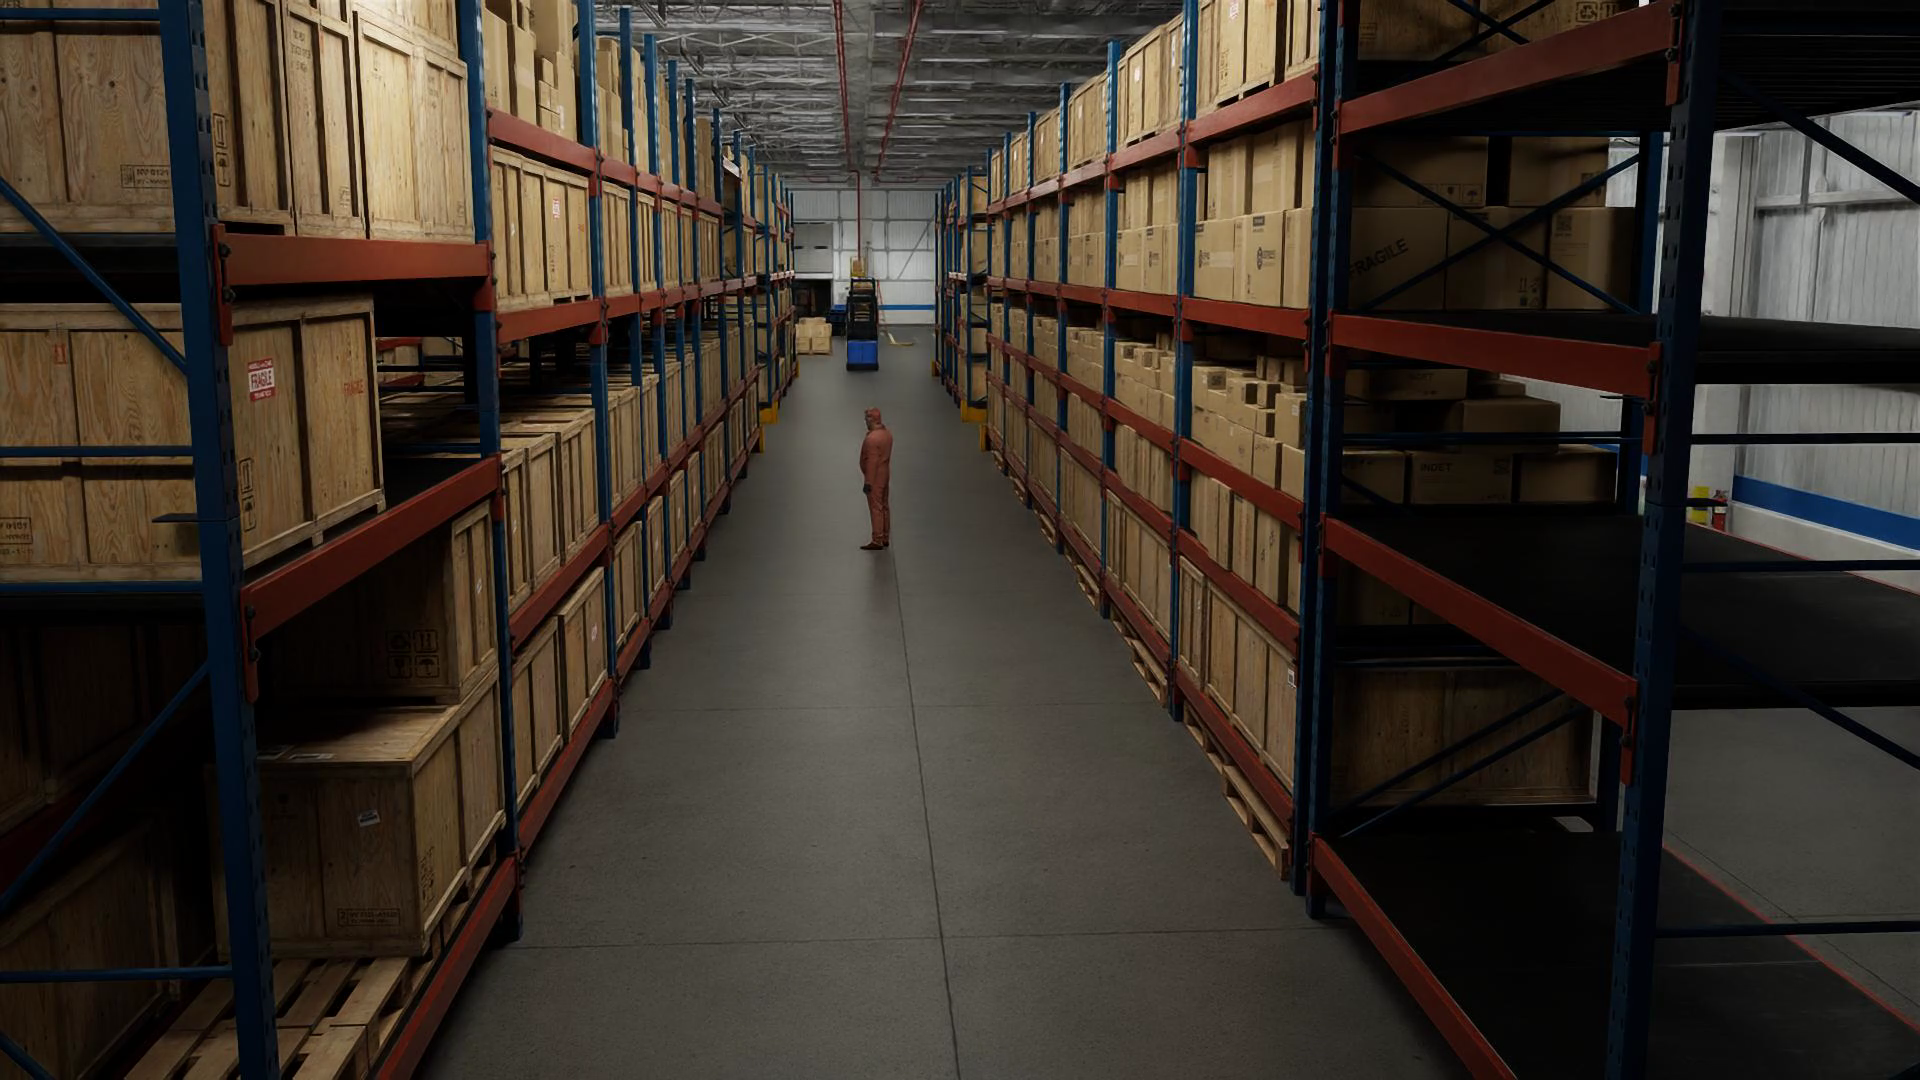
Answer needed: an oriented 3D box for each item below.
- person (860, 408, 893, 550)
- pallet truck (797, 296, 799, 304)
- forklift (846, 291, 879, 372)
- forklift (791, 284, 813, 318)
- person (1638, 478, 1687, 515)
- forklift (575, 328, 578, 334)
[{"bbox_3d":[-1.141,-0.820,22.288,0.408,1.903,0.638,3,10,18],"label":"person"},{"bbox_3d":[-8.622,-12.439,91.403,1.885,1.965,0.823,2,10,13],"label":"pallet truck"},{"bbox_3d":[-3.430,-7.332,58.264,1.129,2.768,1.873,-1,10,-4],"label":"forklift"},{"bbox_3d":[-7.184,-10.233,75.592,1.129,2.768,1.873,3,10,16],"label":"forklift"},{"bbox_3d":[6.853,0.197,16.519,0.581,1.794,0.876,2,10,13],"label":"person"},{"bbox_3d":[-8.973,-3.800,37.166,1.129,2.768,1.873,3,10,16],"label":"forklift"}]
